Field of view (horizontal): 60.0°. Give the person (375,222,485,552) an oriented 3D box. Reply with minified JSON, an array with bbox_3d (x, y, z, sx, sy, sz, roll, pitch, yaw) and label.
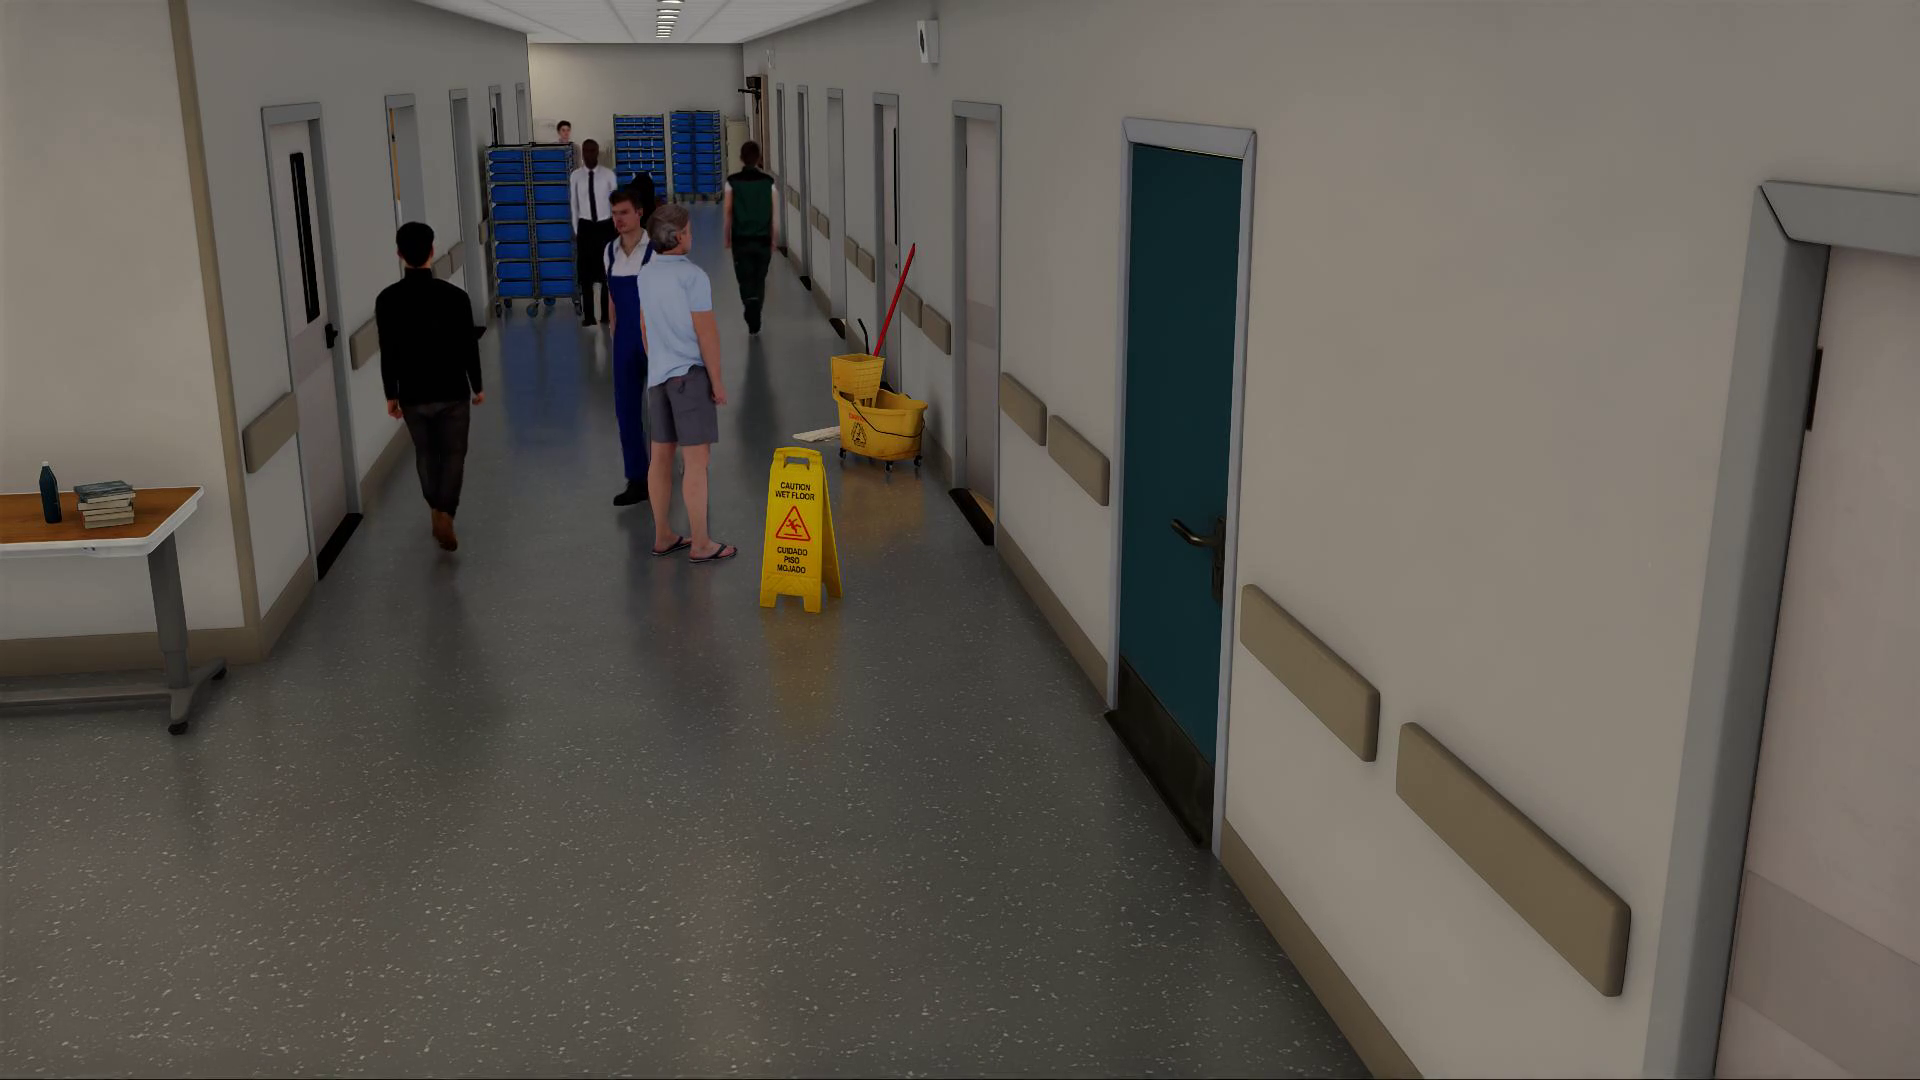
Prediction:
[{"bbox_3d":[-2.764,-0.786,8.726,0.699,1.708,1.078,-1,16,-5],"label":"person"}]

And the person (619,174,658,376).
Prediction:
[{"bbox_3d":[-2.580,-2.174,13.742,0.629,1.658,0.582,1,16,3],"label":"person"}]

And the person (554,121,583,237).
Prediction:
[{"bbox_3d":[-5.557,-4.990,23.483,0.714,1.793,0.916,-6,17,-20],"label":"person"}]

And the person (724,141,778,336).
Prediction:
[{"bbox_3d":[-1.988,-2.843,15.826,0.704,1.810,1.108,-4,16,-14],"label":"person"}]

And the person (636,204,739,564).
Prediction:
[{"bbox_3d":[-1.456,-0.808,8.577,0.731,1.832,0.793,11,19,34],"label":"person"}]

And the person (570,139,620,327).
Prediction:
[{"bbox_3d":[-3.592,-3.047,16.562,0.700,1.808,1.034,-2,16,-7],"label":"person"}]
